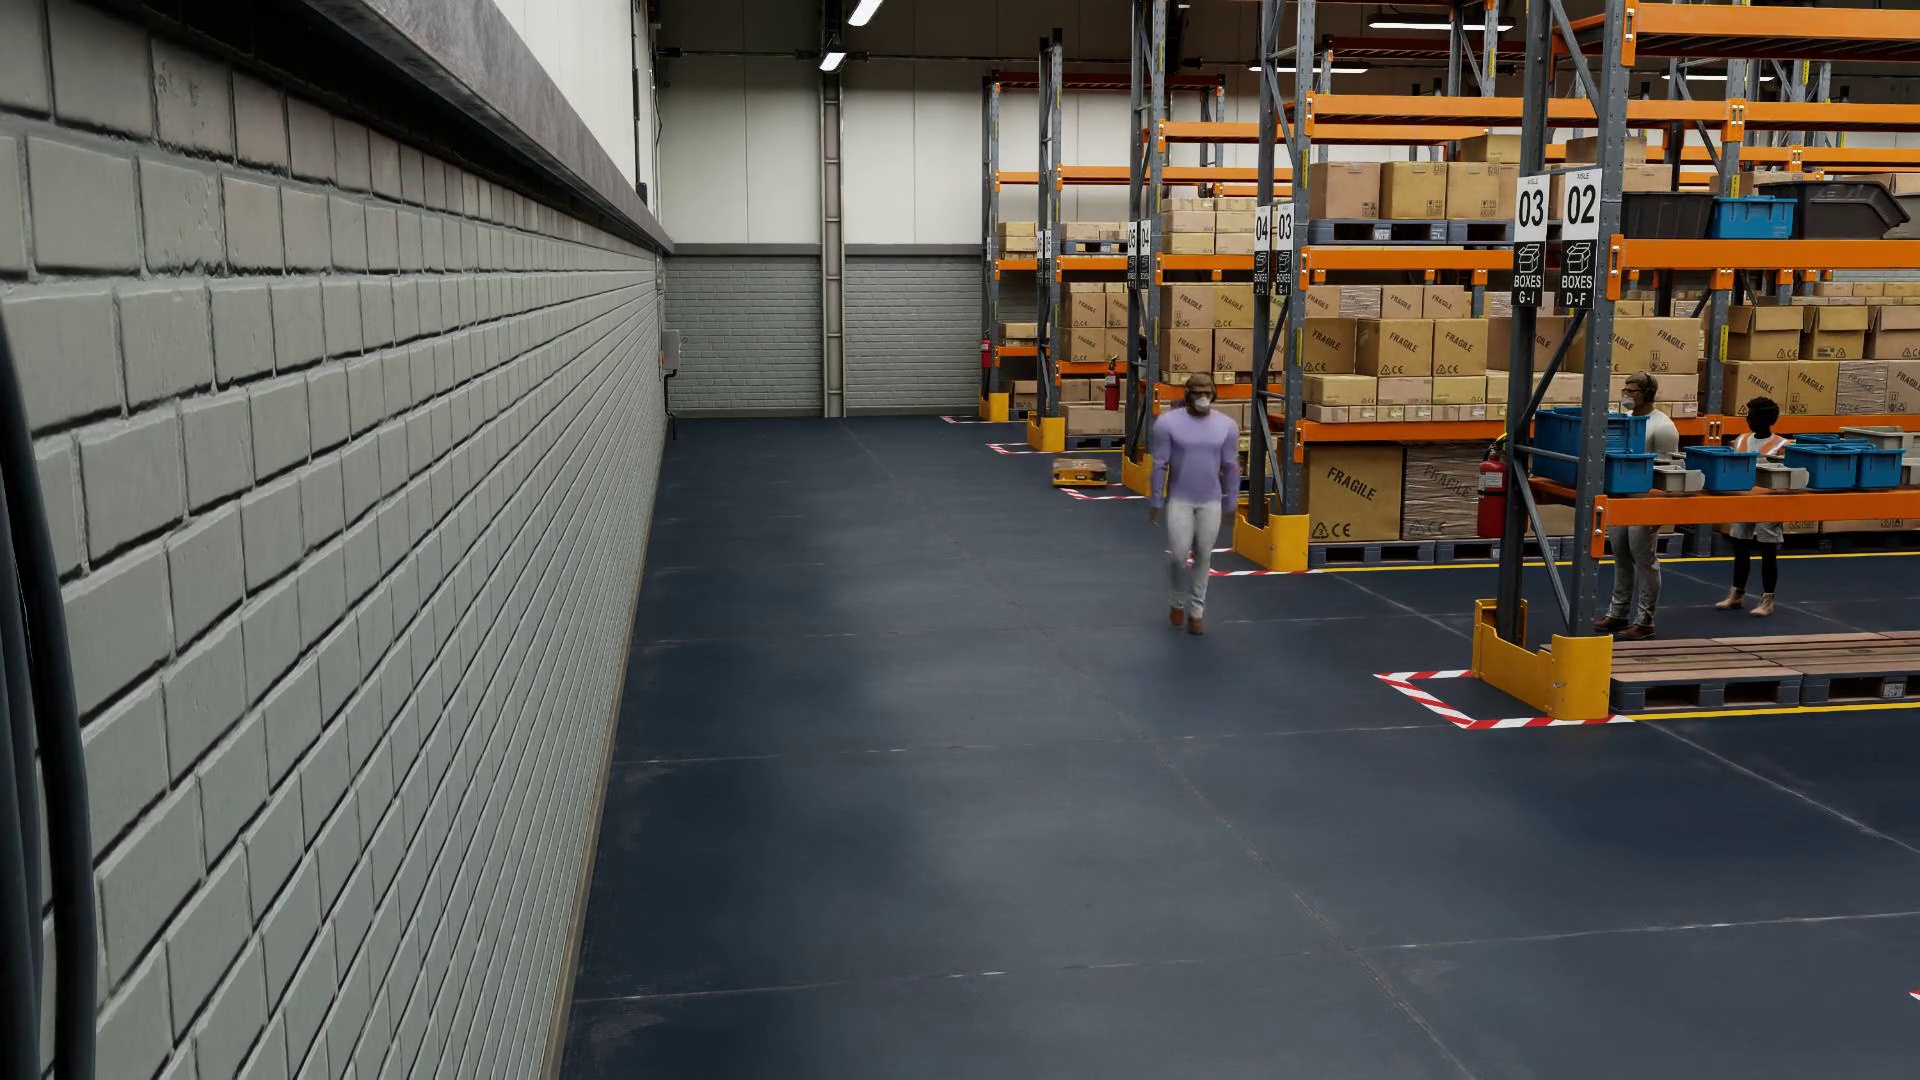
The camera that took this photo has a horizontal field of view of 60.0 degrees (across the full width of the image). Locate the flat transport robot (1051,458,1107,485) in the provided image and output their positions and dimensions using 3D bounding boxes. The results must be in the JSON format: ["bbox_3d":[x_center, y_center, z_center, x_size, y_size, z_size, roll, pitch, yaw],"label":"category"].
[{"bbox_3d":[1.486,-0.864,20.918,0.652,0.197,1.431,0,9,2],"label":"flat transport robot"}]

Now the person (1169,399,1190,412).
[{"bbox_3d":[2.897,-1.833,21.523,0.631,2.021,0.613,-1,9,-5],"label":"person"}]

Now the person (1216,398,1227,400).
[{"bbox_3d":[4.139,-2.698,27.166,0.852,1.938,0.648,-4,10,-23],"label":"person"}]

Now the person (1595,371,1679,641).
[{"bbox_3d":[4.866,-0.247,11.986,0.373,1.940,0.628,-3,10,-15],"label":"person"}]

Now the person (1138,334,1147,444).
[{"bbox_3d":[2.314,-1.651,20.897,0.325,1.860,0.515,-3,10,-17],"label":"person"}]

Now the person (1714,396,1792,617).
[{"bbox_3d":[6.130,-0.257,12.795,0.321,1.695,0.530,-5,10,-26],"label":"person"}]

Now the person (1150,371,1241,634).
[{"bbox_3d":[1.720,-0.261,12.111,0.657,1.925,0.440,-1,9,-5],"label":"person"}]
